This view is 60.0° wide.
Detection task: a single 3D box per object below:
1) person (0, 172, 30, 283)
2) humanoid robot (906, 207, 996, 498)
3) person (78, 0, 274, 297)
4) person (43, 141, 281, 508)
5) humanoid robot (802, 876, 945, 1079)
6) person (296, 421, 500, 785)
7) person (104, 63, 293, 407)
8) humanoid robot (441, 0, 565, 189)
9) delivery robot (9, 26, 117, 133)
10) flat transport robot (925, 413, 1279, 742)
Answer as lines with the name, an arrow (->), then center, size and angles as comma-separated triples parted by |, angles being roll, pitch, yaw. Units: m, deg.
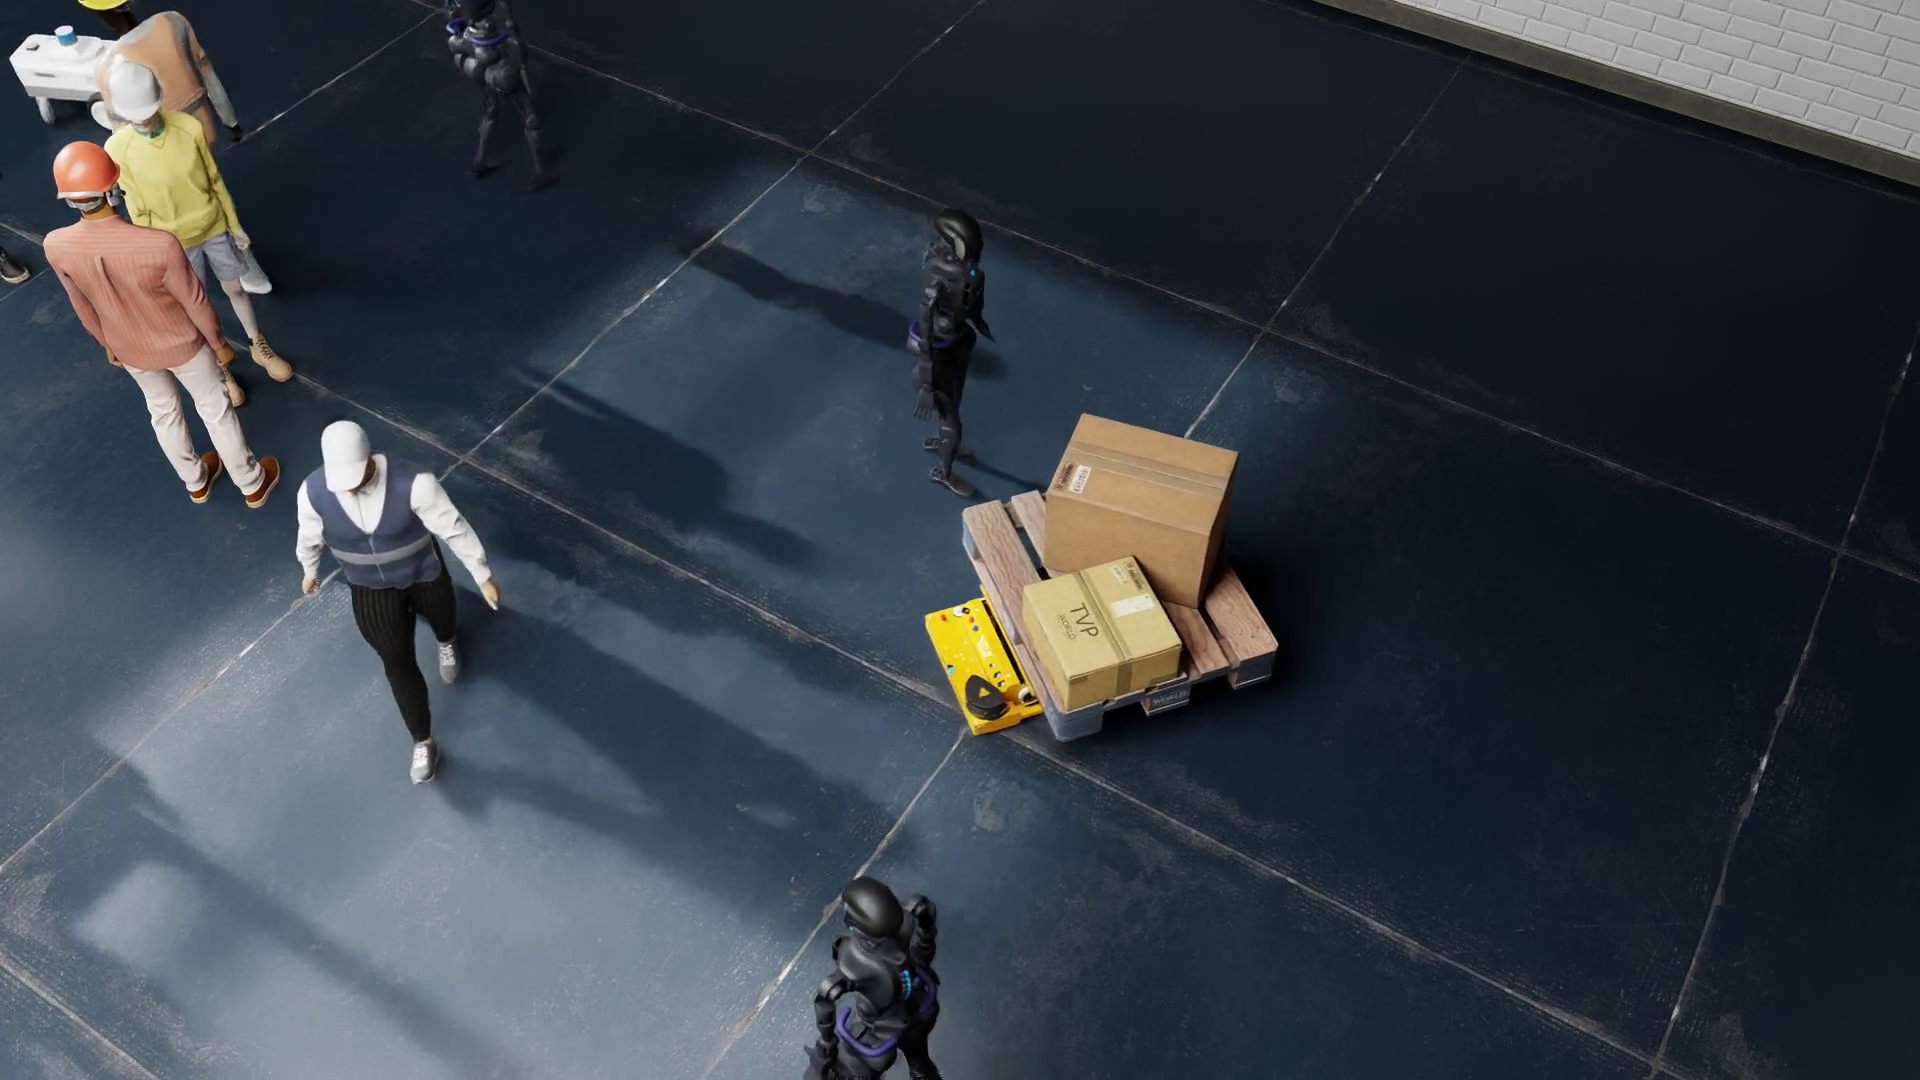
person -> -5.413, -2.180, 8.613 | 0.634, 1.936, 0.653 | 27, 54, 22
humanoid robot -> -0.055, -0.895, 7.667 | 0.379, 1.646, 0.615 | 20, 52, 17
person -> -4.085, -2.093, 8.557 | 0.770, 1.899, 0.612 | 19, 52, 16
person -> -3.588, -0.916, 7.480 | 0.610, 1.986, 0.402 | 2, 49, 2
humanoid robot -> -0.225, 1.623, 5.489 | 0.731, 1.639, 0.609 | 33, 56, 25
person -> -2.261, 0.194, 6.682 | 0.786, 1.707, 0.904 | -10, 50, -9
person -> -3.709, -1.482, 8.039 | 0.473, 1.888, 0.399 | -33, 57, -26
humanoid robot -> -2.651, -2.703, 9.253 | 0.603, 1.643, 0.395 | 28, 54, 22
delivery robot -> -5.300, -2.833, 10.098 | 0.760, 0.588, 0.499 | 6, 49, 5
flat transport robot -> 0.621, 0.383, 7.480 | 1.431, 0.231, 0.659 | -15, 51, -13
